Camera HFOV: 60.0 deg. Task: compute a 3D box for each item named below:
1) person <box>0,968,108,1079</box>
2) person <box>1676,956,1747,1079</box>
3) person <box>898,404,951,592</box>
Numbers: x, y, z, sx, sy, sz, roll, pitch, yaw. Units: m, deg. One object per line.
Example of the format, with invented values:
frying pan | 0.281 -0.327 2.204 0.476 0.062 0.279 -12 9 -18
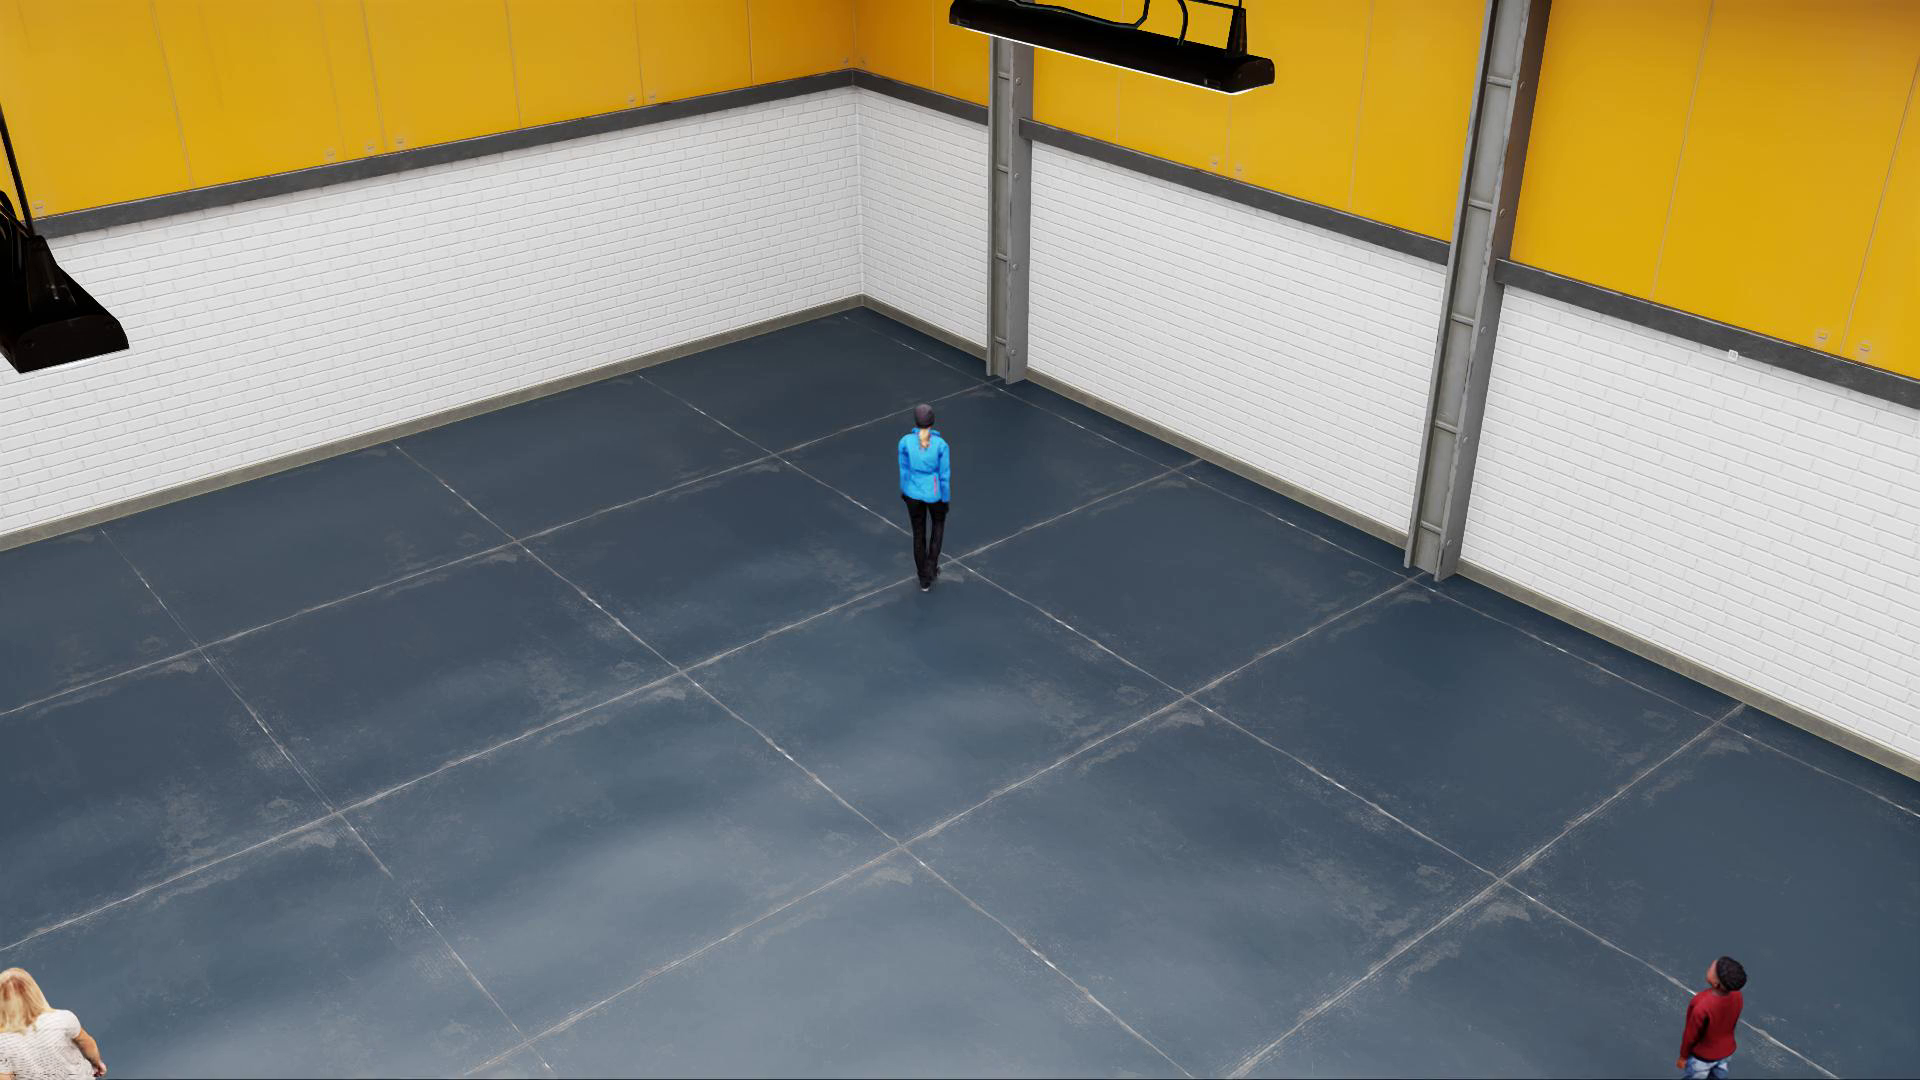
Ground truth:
person | -4.638 3.036 8.653 0.786 1.767 1.259 -14 32 -24
person | 4.274 2.888 9.463 0.564 1.250 0.571 -11 30 -19
person | -0.329 -0.337 14.814 0.742 1.788 0.815 5 29 10
